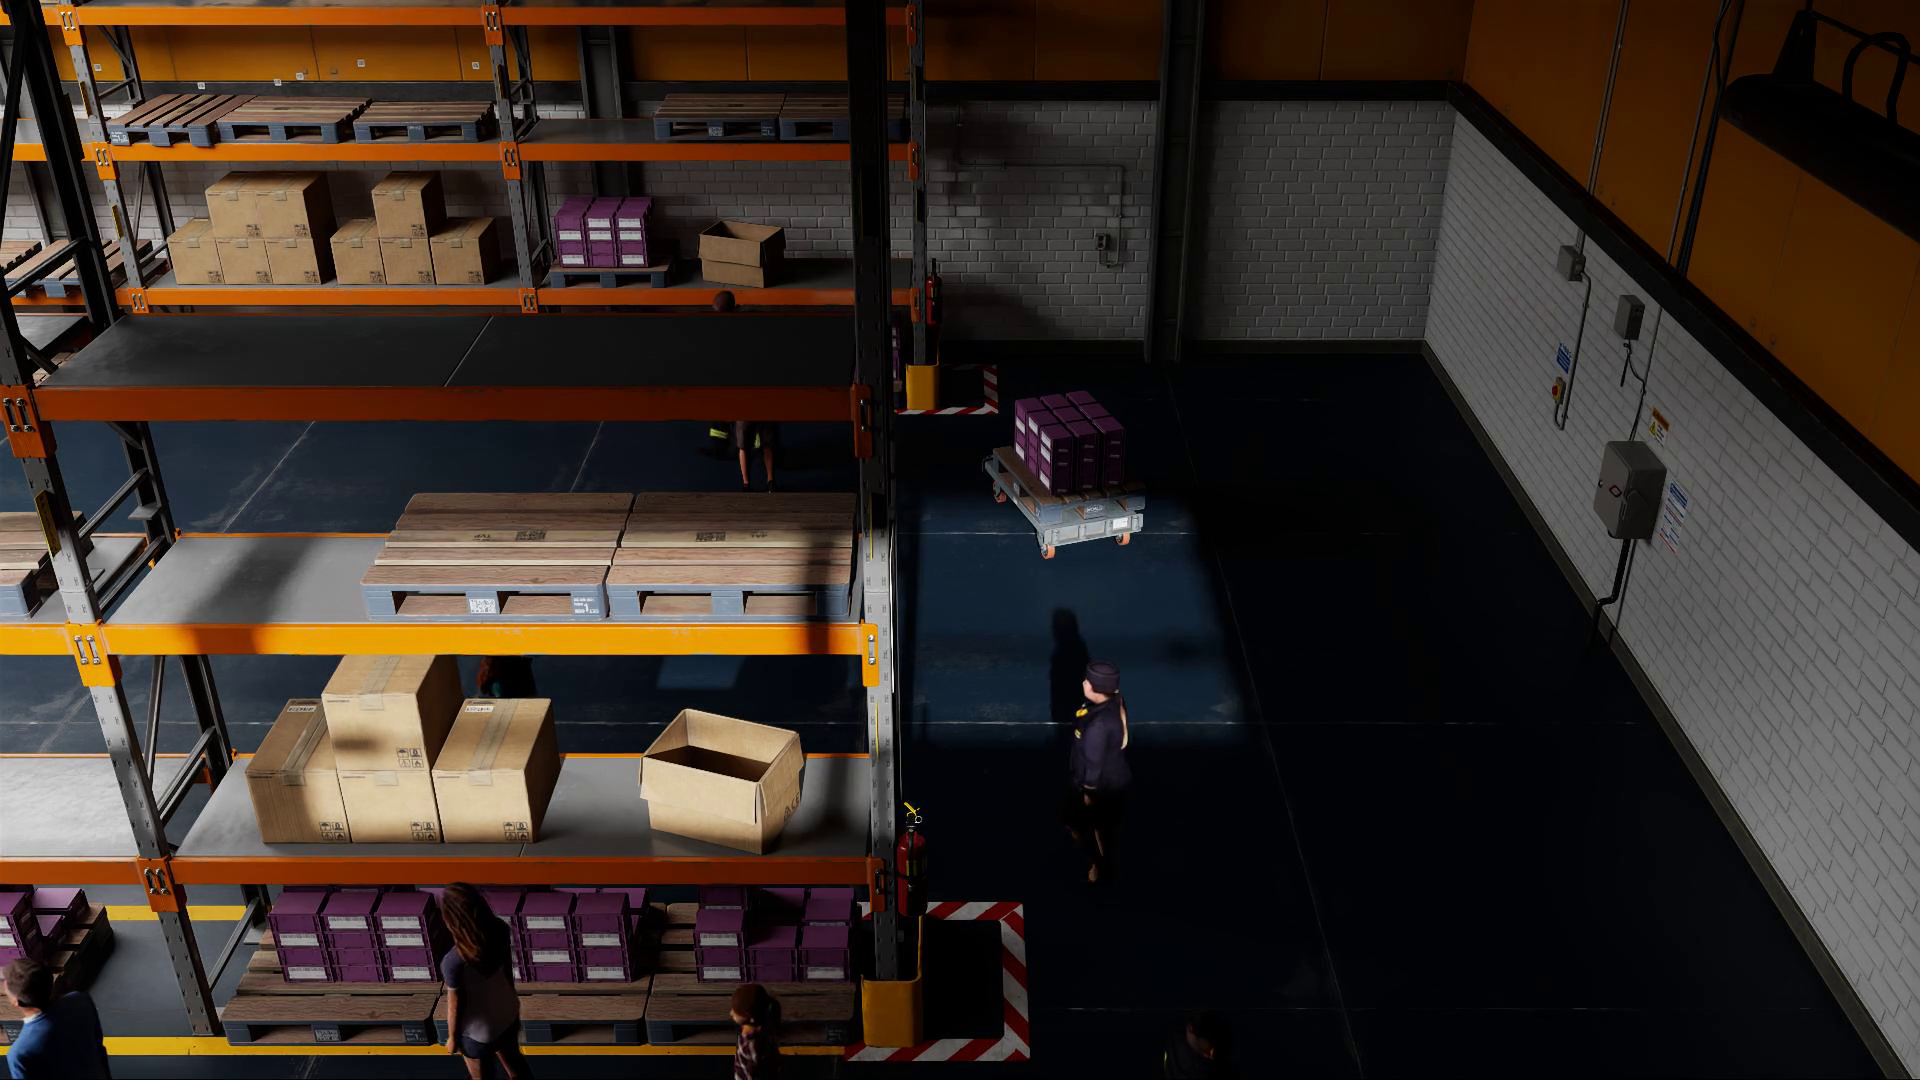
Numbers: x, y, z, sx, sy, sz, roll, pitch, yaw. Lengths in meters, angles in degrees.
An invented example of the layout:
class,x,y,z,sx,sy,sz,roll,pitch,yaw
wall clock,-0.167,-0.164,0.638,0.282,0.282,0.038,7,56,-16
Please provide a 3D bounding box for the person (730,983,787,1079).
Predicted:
class,x,y,z,sx,sy,sz,roll,pitch,yaw
person,-0.957,2.781,8.567,0.745,1.288,0.597,-3,29,-5

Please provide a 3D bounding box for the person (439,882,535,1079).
class,x,y,z,sx,sy,sz,roll,pitch,yaw
person,-2.437,2.494,8.636,0.689,1.726,0.687,15,32,26

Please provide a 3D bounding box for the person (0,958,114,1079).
class,x,y,z,sx,sy,sz,roll,pitch,yaw
person,-4.311,2.738,8.091,0.669,1.820,0.710,8,30,14

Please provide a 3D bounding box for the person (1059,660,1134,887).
class,x,y,z,sx,sy,sz,roll,pitch,yaw
person,0.947,1.529,10.472,0.788,1.662,0.801,9,30,17

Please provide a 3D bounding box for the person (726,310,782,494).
class,x,y,z,sx,sy,sz,roll,pitch,yaw
person,-1.881,-1.251,15.362,0.571,1.861,0.785,-5,29,-9

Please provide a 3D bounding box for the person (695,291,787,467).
class,x,y,z,sx,sy,sz,roll,pitch,yaw
person,-2.092,-1.514,15.915,1.201,1.791,0.803,4,29,8

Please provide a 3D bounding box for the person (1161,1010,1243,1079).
class,x,y,z,sx,sy,sz,roll,pitch,yaw
person,1.114,2.876,7.794,0.791,1.861,0.833,-8,30,-13
